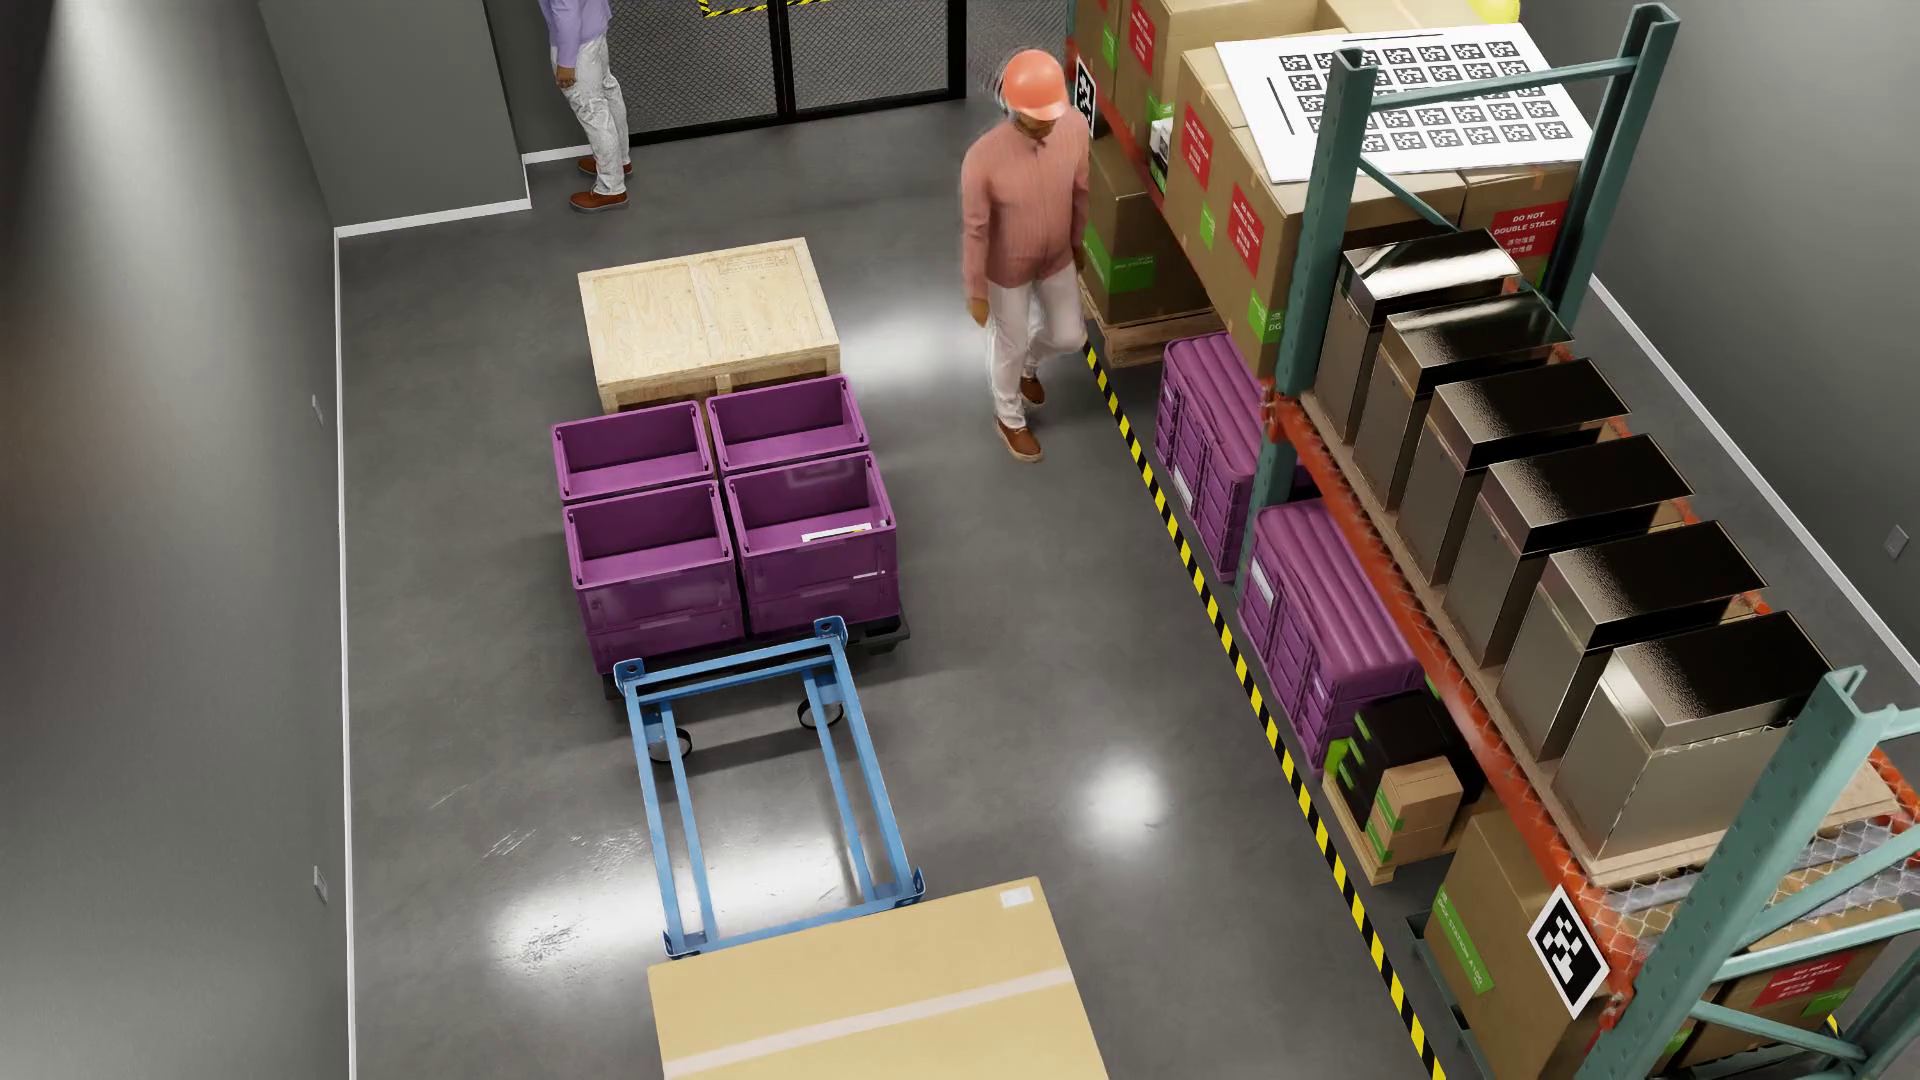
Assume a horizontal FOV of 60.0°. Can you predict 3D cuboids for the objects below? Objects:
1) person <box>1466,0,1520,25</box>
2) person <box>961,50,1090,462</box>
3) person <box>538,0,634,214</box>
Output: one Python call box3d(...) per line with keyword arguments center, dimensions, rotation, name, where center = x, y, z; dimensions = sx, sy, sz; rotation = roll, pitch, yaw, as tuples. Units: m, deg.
box3d(center=(2.179, -1.689, 7.519), dimensions=(0.615, 1.812, 0.423), rotation=(-16, 49, -14), name="person")
box3d(center=(0.276, -1.162, 6.926), dimensions=(0.636, 1.977, 0.441), rotation=(-24, 52, -21), name="person")
box3d(center=(-1.895, -2.515, 8.195), dimensions=(0.356, 1.938, 0.638), rotation=(1, 47, 1), name="person")
